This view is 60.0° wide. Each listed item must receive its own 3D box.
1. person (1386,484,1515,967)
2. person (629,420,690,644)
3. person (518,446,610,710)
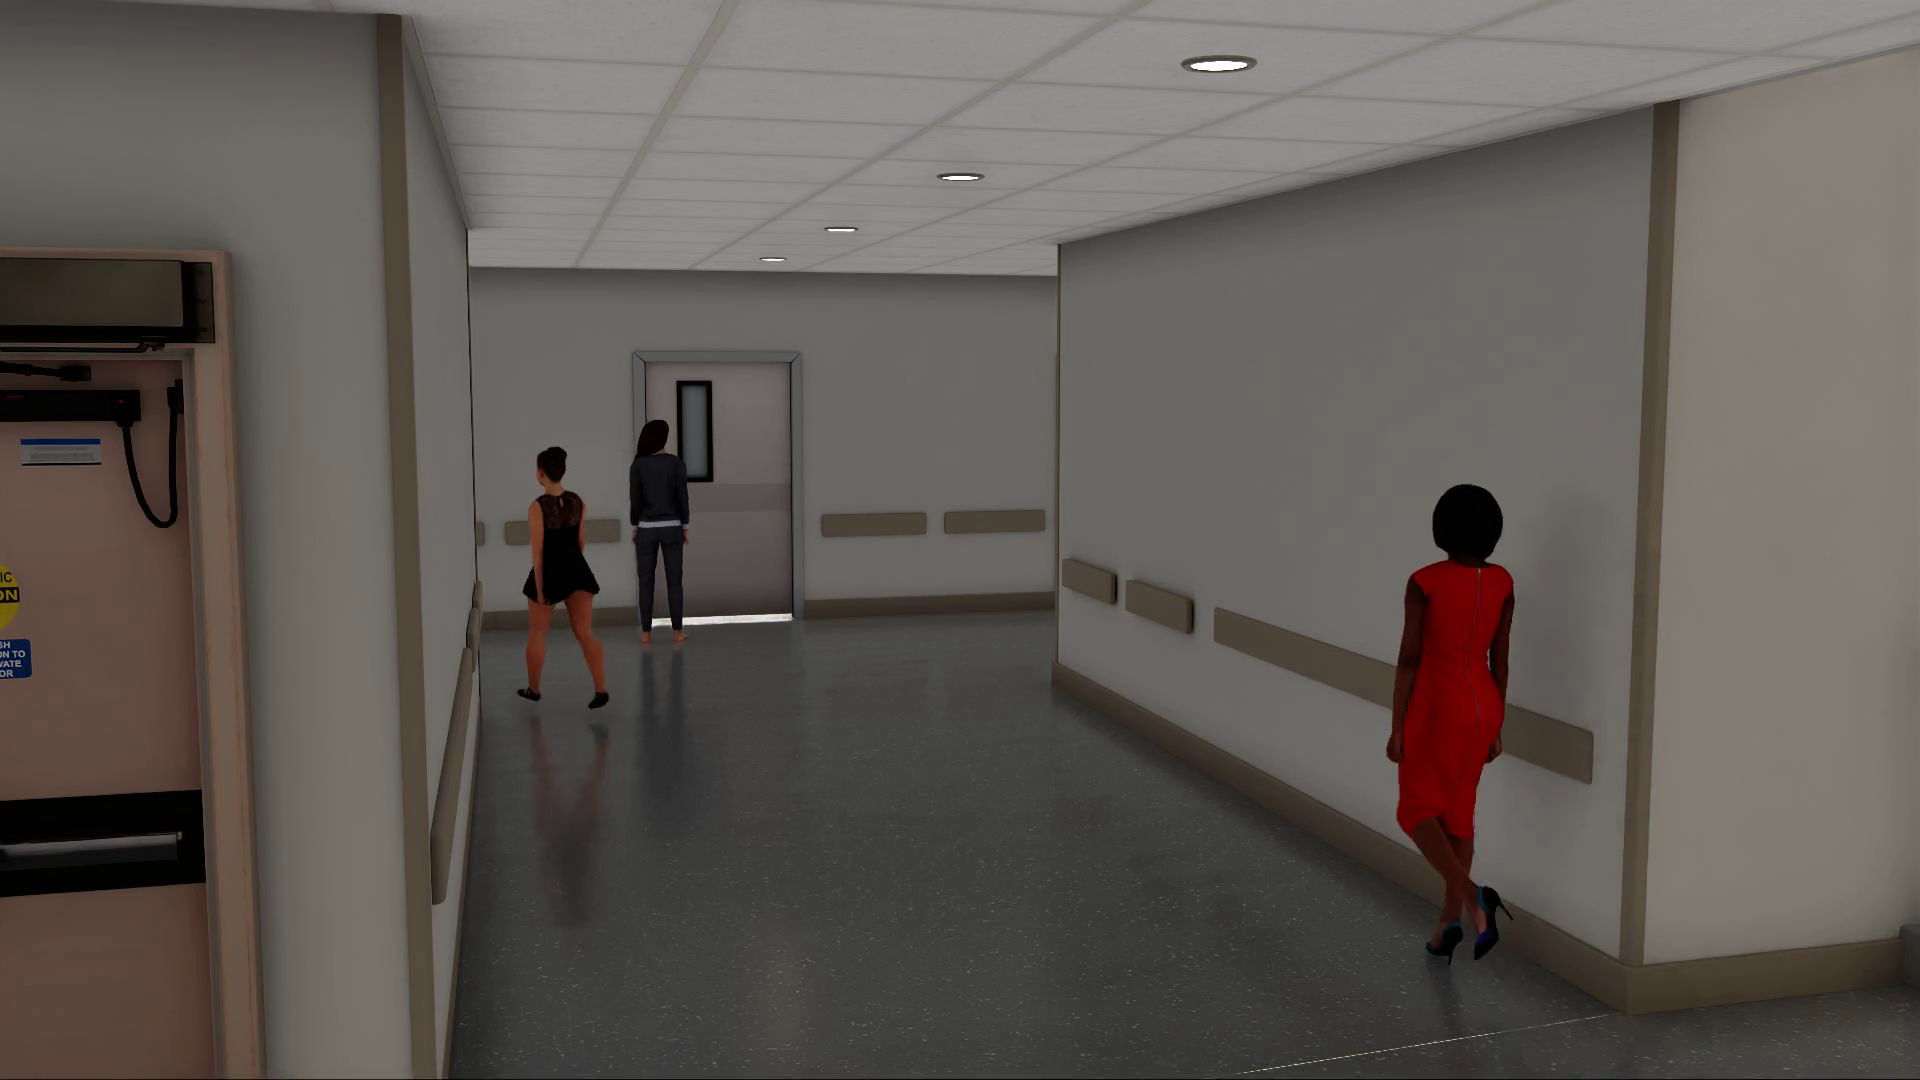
[{"bbox_3d":[1.757,0.684,5.812,0.730,1.731,0.647,-2,6,-16],"label":"person"},{"bbox_3d":[-2.389,-0.079,13.215,0.484,1.768,0.697,-1,6,-9],"label":"person"},{"bbox_3d":[-2.437,0.274,10.368,1.133,1.635,0.964,-5,7,-40],"label":"person"}]
